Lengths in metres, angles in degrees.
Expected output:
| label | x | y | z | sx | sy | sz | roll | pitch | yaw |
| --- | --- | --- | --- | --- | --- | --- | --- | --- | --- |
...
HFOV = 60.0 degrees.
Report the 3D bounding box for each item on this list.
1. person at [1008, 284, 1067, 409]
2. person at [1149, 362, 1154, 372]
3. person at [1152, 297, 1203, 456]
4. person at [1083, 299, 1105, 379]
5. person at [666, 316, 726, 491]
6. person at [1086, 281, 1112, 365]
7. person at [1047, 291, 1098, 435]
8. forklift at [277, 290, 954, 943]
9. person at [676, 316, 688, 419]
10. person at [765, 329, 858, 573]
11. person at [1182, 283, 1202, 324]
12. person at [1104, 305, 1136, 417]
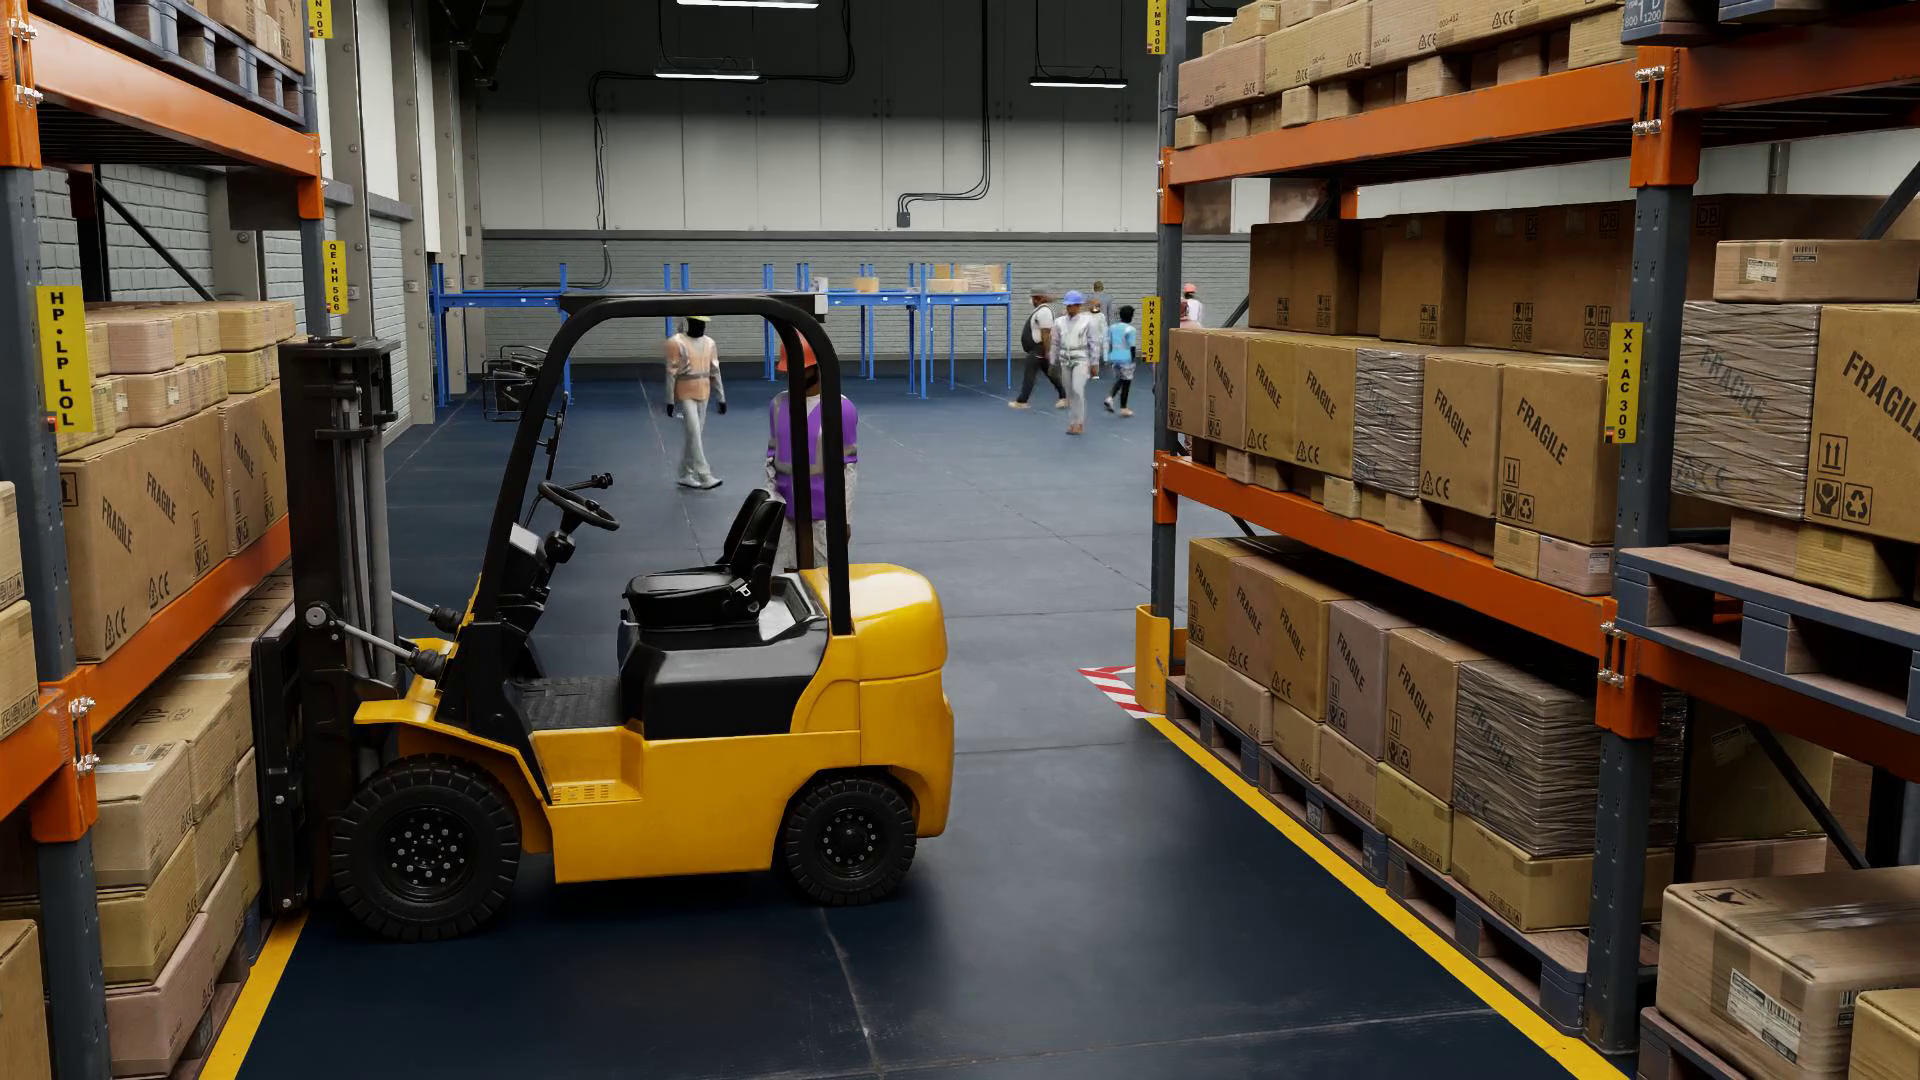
| label | x | y | z | sx | sy | sz | roll | pitch | yaw |
| --- | --- | --- | --- | --- | --- | --- | --- | --- | --- |
| person | 1.334 | -3.101 | 26.577 | 1.016 | 2.000 | 0.683 | 1 | 9 | 9 |
| person | 3.062 | -2.623 | 24.785 | 0.375 | 1.623 | 0.529 | -9 | 13 | -42 |
| person | 2.507 | -1.845 | 19.203 | 0.642 | 1.909 | 0.408 | -3 | 10 | -19 |
| person | 2.640 | -4.065 | 33.635 | 0.655 | 1.605 | 0.378 | 6 | 11 | 34 |
| person | -2.616 | -1.448 | 16.805 | 0.806 | 1.890 | 0.612 | 7 | 12 | 38 |
| person | 3.193 | -4.989 | 38.284 | 0.627 | 1.935 | 0.372 | -3 | 10 | -16 |
| person | 1.490 | -2.366 | 22.333 | 0.625 | 1.924 | 0.716 | 6 | 11 | 32 |
| forklift | -1.179 | 0.175 | 6.143 | 2.313 | 2.155 | 1.214 | -2 | 10 | -12 |
| person | -4.116 | -2.763 | 24.946 | 0.311 | 1.863 | 0.510 | -1 | 9 | -6 |
| person | -0.811 | -0.156 | 8.842 | 0.543 | 1.928 | 0.370 | 5 | 10 | 27 |
| person | 4.630 | -4.219 | 33.608 | 0.570 | 1.924 | 0.508 | -5 | 10 | -26 |
| person | 2.454 | -2.701 | 25.090 | 0.399 | 1.678 | 0.548 | -7 | 12 | -38 |
